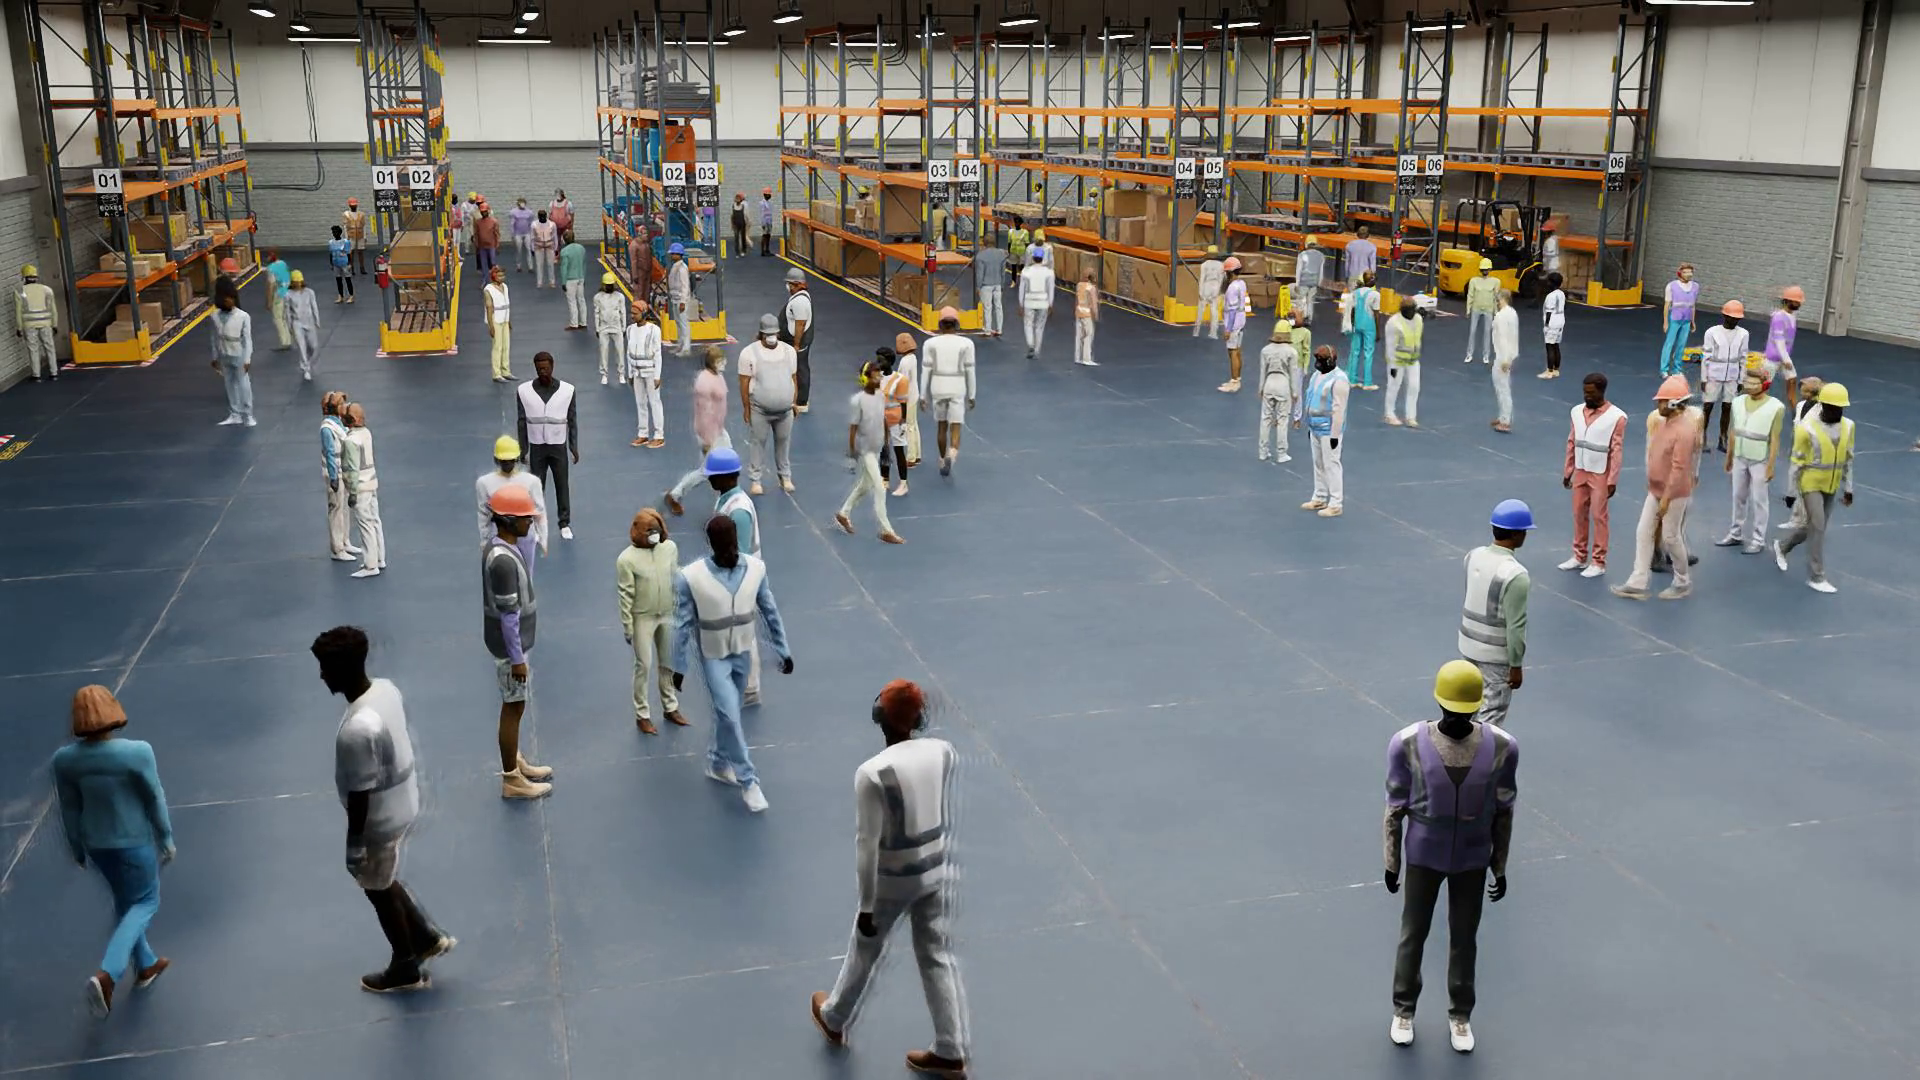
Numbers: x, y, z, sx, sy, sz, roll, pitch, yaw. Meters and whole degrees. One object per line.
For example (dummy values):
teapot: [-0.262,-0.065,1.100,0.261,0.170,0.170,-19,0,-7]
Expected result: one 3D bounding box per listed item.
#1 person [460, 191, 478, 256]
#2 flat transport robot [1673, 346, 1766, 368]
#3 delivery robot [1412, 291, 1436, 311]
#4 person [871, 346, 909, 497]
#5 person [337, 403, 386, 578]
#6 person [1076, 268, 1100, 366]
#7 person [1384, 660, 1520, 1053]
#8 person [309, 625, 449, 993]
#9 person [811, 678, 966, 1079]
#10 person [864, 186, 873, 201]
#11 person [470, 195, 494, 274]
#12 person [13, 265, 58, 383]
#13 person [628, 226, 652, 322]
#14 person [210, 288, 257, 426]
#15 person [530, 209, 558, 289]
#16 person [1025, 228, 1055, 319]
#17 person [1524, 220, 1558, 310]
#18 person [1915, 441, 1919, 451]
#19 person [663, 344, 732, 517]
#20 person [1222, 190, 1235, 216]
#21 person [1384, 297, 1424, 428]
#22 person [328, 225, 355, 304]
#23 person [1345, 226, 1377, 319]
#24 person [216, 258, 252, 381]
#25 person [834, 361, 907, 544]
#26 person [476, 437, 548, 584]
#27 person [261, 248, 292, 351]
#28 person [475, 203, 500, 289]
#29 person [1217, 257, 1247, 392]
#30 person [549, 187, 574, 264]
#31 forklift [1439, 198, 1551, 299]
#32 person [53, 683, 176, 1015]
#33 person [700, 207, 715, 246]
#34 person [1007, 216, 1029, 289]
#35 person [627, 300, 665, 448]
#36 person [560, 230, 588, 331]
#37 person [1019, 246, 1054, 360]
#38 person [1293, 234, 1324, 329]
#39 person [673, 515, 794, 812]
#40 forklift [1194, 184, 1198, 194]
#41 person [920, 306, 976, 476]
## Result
person: [-13.823,-8.944,47.027,0.606,1.819,0.408,-12,19,-37]
flat transport robot: [12.837,-3.092,27.964,0.652,0.197,1.431,-11,19,-37]
delivery robot: [9.304,-4.792,33.637,0.707,0.478,0.477,-10,18,-34]
person: [-0.792,-1.325,18.604,0.540,1.690,0.322,11,18,35]
person: [-5.573,-0.470,15.469,0.311,1.636,0.521,-1,15,-2]
person: [2.108,-3.708,27.692,0.325,1.627,0.573,-9,17,-29]
person: [2.252,1.459,7.695,0.581,1.919,0.399,2,15,7]
person: [-2.857,1.332,8.102,0.410,1.945,0.633,-2,15,-6]
person: [-0.305,1.525,7.595,0.602,1.835,0.872,-14,20,-42]
person: [-2.717,-9.539,49.183,0.518,1.866,0.340,12,19,37]
person: [-12.094,-7.737,42.136,0.622,1.993,0.384,-2,15,-8]
person: [-14.492,-3.386,26.117,0.621,1.821,0.403,-13,20,-41]
person: [-6.320,-5.290,33.126,0.399,1.900,0.648,5,16,17]
person: [-9.856,-2.477,22.573,0.672,1.889,0.377,4,15,16]
person: [-9.724,-6.803,38.920,0.634,1.841,0.429,-3,15,-13]
person: [1.612,-5.394,33.654,0.610,1.818,0.471,-2,15,-7]
person: [12.285,-5.748,34.857,0.836,1.885,0.573,1,15,5]
person: [12.501,-1.946,20.692,0.982,1.822,0.546,4,15,13]
person: [-2.673,-1.109,17.381,0.822,1.906,0.660,1,15,4]
person: [7.404,-8.703,45.972,0.419,1.899,0.807,1,15,4]
person: [5.980,-2.390,22.420,0.651,1.790,0.732,-7,16,-24]
person: [-13.447,-5.982,36.121,0.537,1.689,0.319,3,15,11]
person: [7.873,-5.208,32.762,0.623,1.932,0.367,8,17,28]
person: [-11.412,-3.435,26.042,0.421,1.968,0.654,-10,18,-34]
person: [-0.939,-0.908,16.757,0.941,1.836,0.529,10,18,32]
person: [-3.629,0.006,13.530,0.543,1.714,0.908,-4,15,-14]
person: [-12.020,-4.255,29.402,0.384,1.810,0.685,2,15,6]
person: [-11.047,-6.868,38.866,0.611,1.996,0.378,2,15,9]
person: [4.117,-3.255,25.195,0.394,2.037,0.605,6,16,23]
person: [-10.725,-8.441,44.701,0.687,2.000,0.538,0,15,2]
forklift: [11.913,-6.508,37.130,2.313,2.155,1.214,-4,15,-15]
person: [-4.132,1.501,8.099,0.517,1.613,0.633,1,15,3]
person: [-7.534,-9.821,50.111,0.594,1.924,0.382,5,16,17]
person: [1.350,-6.710,38.857,0.533,1.692,0.320,6,16,22]
person: [-4.019,-2.112,21.207,0.574,1.876,0.357,10,18,32]
person: [-7.391,-4.958,31.814,0.378,1.929,0.635,8,17,29]
person: [1.300,-3.996,28.189,0.598,1.929,0.539,0,15,0]
person: [6.722,-4.988,32.141,0.615,1.810,0.439,-5,16,-20]
person: [-1.387,0.747,10.432,0.744,1.868,0.898,-11,19,-36]
forklift: [7.392,-11.333,53.972,1.873,2.768,1.129,-4,15,-15]
person: [-0.153,-1.716,19.479,0.665,2.009,0.754,2,15,7]
